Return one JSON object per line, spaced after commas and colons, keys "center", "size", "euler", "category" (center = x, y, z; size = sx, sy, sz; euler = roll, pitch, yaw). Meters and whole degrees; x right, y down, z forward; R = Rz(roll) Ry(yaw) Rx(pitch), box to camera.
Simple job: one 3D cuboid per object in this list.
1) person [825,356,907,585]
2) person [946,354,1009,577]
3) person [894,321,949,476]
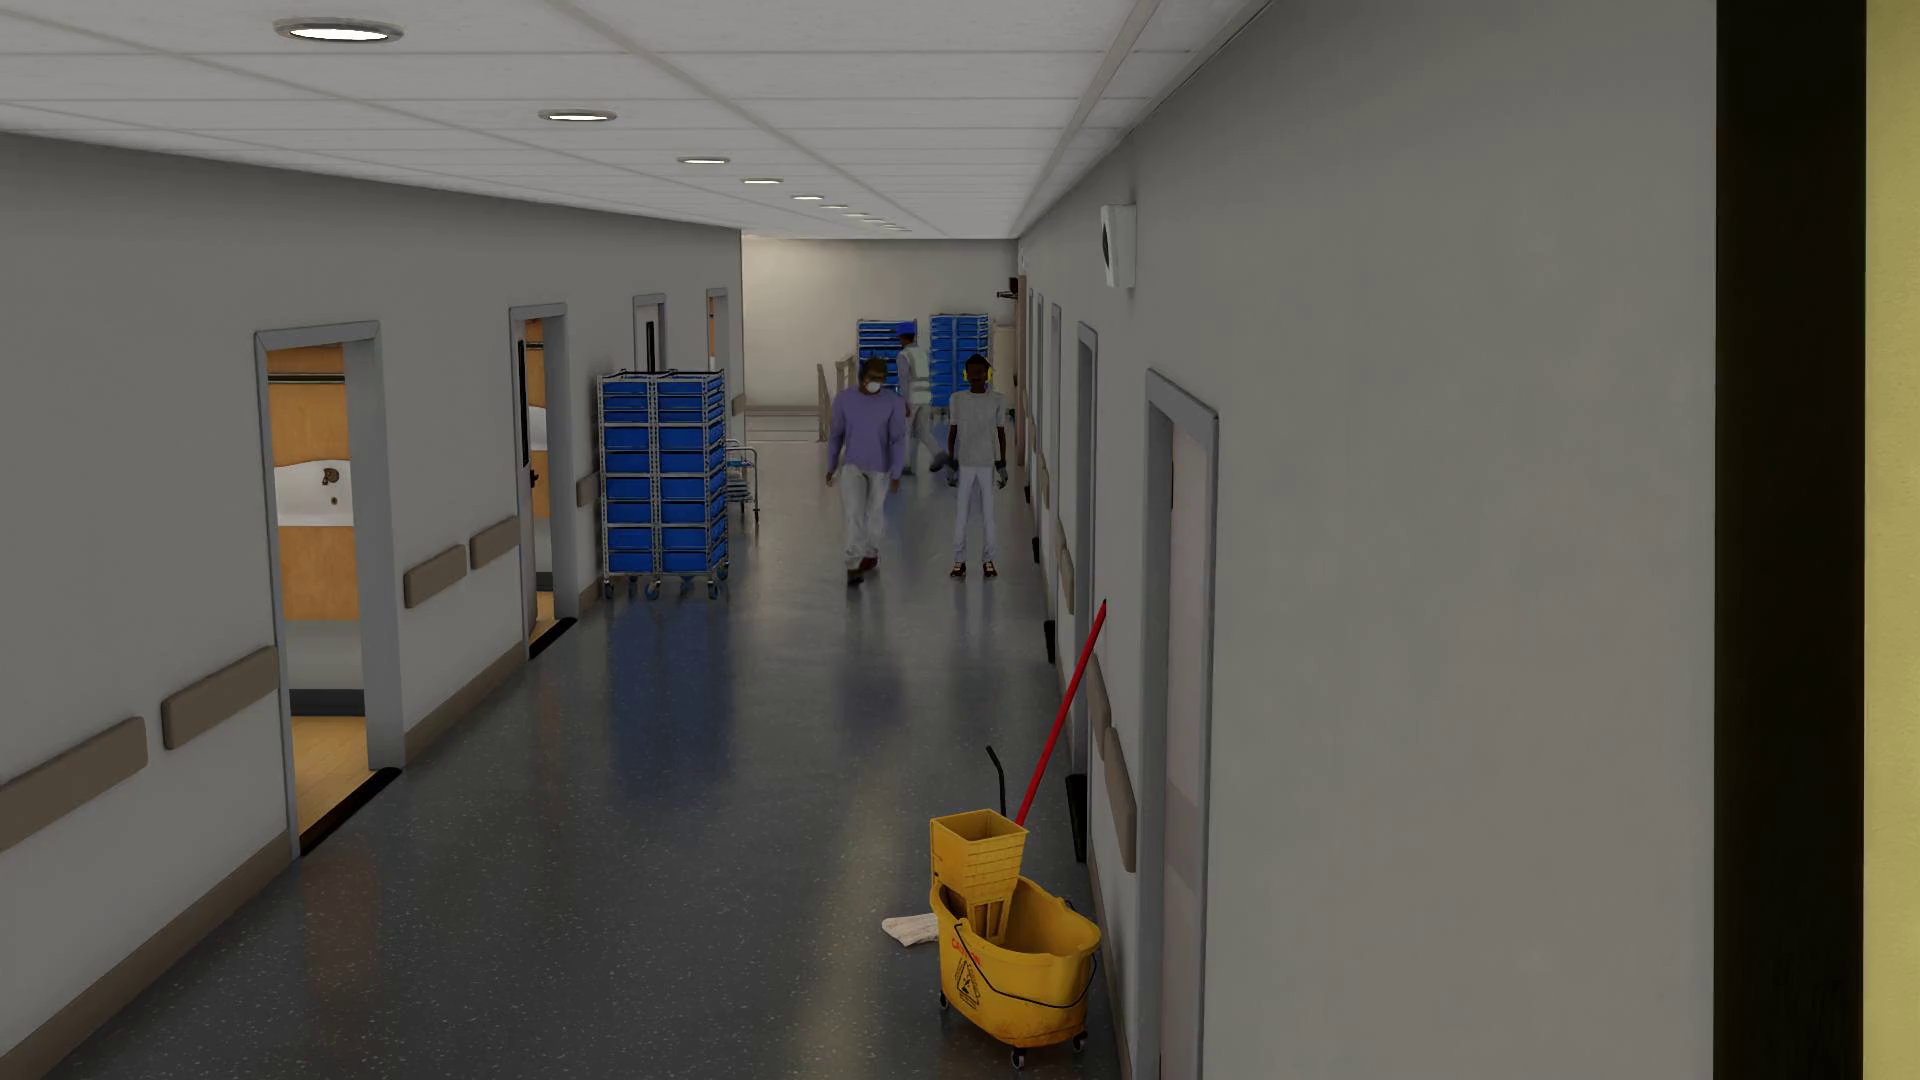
{"center": [-0.780, -0.586, 13.730], "size": [0.692, 1.866, 1.047], "euler": [1, 10, 5], "category": "person"}
{"center": [0.145, -0.615, 13.860], "size": [0.519, 1.873, 0.328], "euler": [0, 9, 2], "category": "person"}
{"center": [-0.507, -1.731, 20.425], "size": [0.723, 1.912, 0.629], "euler": [7, 12, 38], "category": "person"}
